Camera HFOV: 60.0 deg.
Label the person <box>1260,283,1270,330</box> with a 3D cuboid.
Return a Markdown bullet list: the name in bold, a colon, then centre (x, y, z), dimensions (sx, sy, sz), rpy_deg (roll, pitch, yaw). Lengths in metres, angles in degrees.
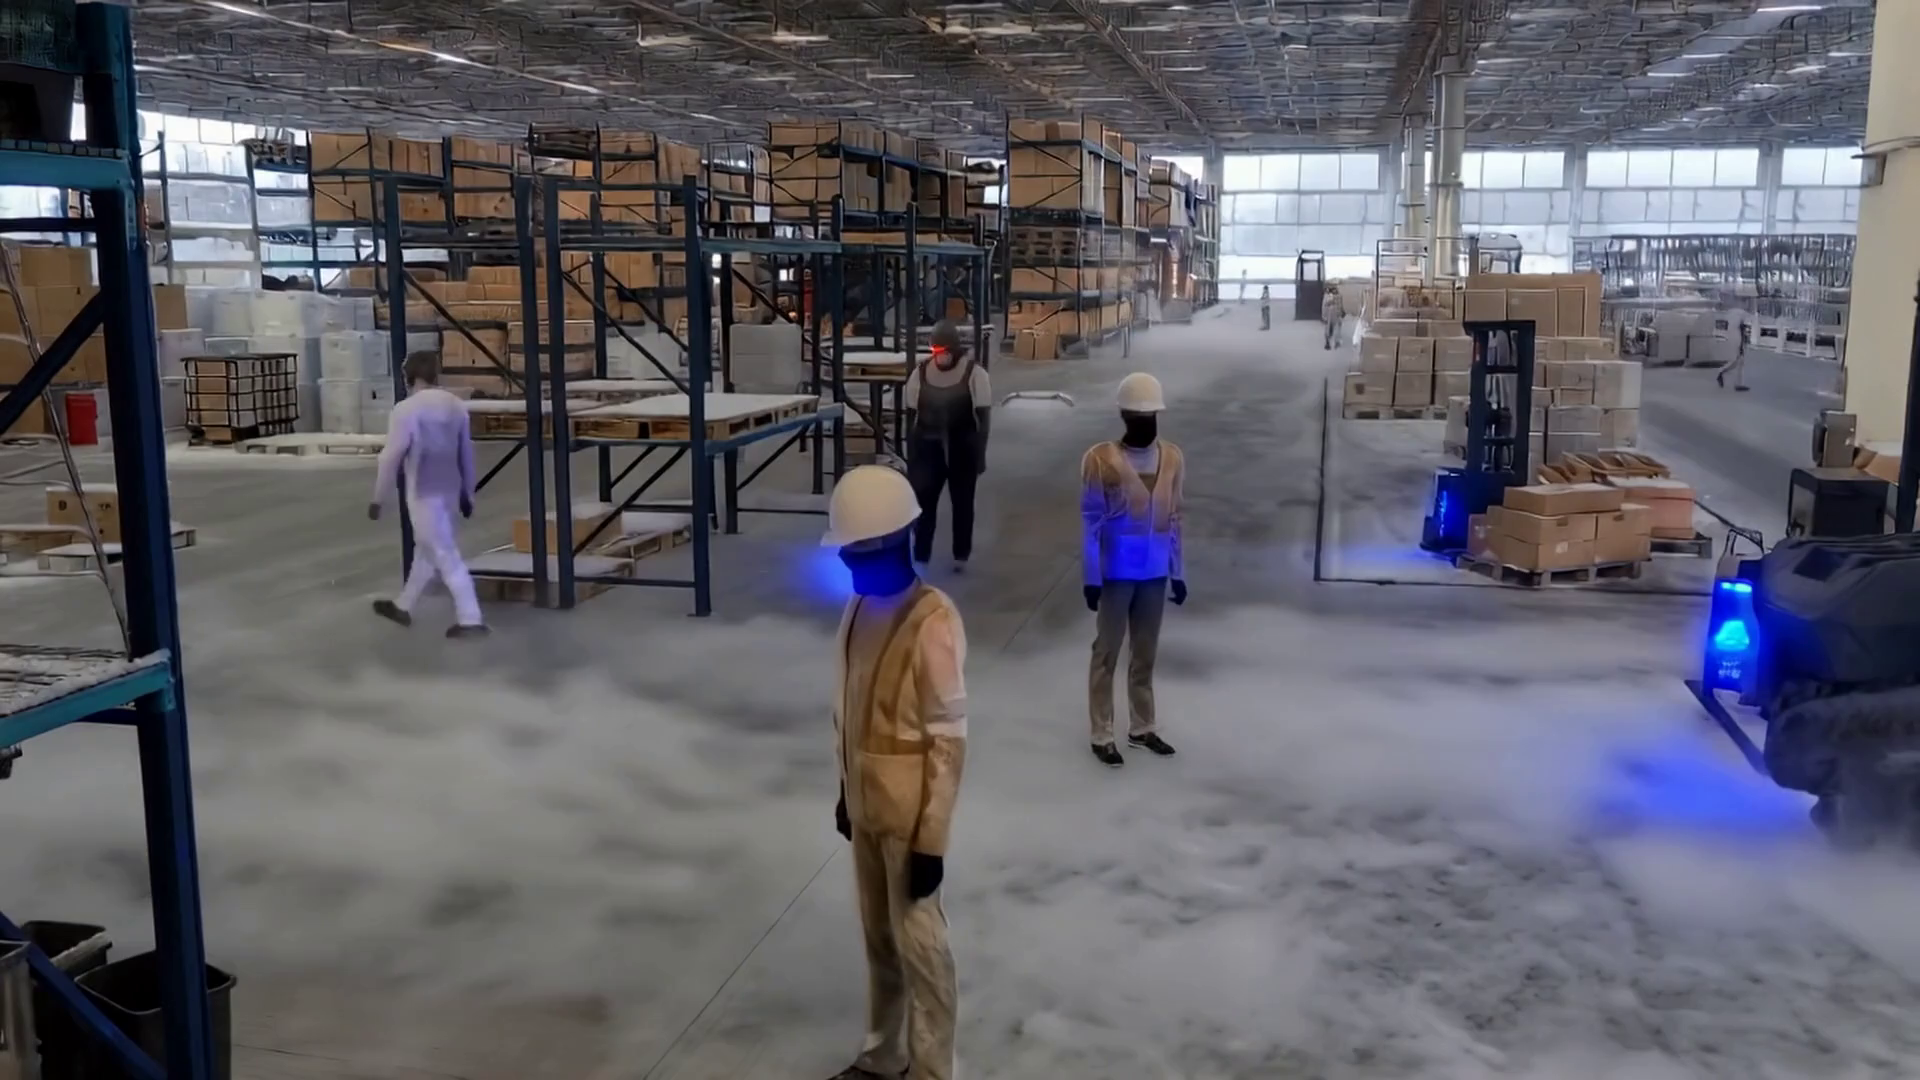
- **person**: centre (10.693, -8.164, 58.234), dimensions (0.267, 1.632, 0.507), rpy_deg (7, 12, 38)

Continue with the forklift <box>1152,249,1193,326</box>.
- **forklift**: centre (7.646, -9.320, 61.395), dimensions (1.873, 2.768, 1.129), rpy_deg (2, 10, 11)

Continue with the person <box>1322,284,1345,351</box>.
- **person**: centre (10.107, -6.013, 44.977), dimensions (0.608, 1.805, 0.724), rpy_deg (1, 10, 7)

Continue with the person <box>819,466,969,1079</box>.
- **person**: centre (-0.202, 0.741, 4.668), dimensions (0.380, 1.917, 0.586), rpy_deg (-5, 11, -29)

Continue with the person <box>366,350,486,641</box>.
- **person**: centre (-3.534, -0.293, 10.886), dimensions (1.033, 1.877, 0.648), rpy_deg (4, 10, 20)

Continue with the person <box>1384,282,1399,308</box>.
- **person**: centre (10.065, -5.044, 38.872), dimensions (0.377, 1.932, 0.551), rpy_deg (4, 10, 24)

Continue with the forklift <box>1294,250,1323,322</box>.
- **forklift**: centre (13.778, -10.002, 65.433), dimensions (1.129, 2.768, 1.873), rpy_deg (2, 10, 12)

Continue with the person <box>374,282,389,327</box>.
- **person**: centre (-14.491, -5.567, 42.051), dimensions (0.587, 1.911, 0.397), rpy_deg (-5, 11, -27)

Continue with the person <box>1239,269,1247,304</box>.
- **person**: centre (15.637, -13.997, 91.853), dimensions (0.404, 1.943, 0.612), rpy_deg (-2, 10, -9)

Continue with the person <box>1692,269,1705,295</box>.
- **person**: centre (35.457, -11.986, 79.796), dimensions (0.623, 1.993, 0.385), rpy_deg (-1, 10, -3)

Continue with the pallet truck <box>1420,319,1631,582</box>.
- **pallet truck**: centre (4.543, -0.757, 13.299), dimensions (0.823, 1.965, 1.885), rpy_deg (-4, 10, -22)

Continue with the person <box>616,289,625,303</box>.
- **person**: centre (-6.539, -3.906, 32.261), dimensions (0.999, 1.900, 0.644), rpy_deg (8, 13, 40)

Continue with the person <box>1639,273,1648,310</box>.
- **person**: centre (33.633, -12.242, 81.822), dimensions (0.521, 1.818, 0.615), rpy_deg (3, 10, 19)

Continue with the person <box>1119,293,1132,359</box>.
- **person**: centre (4.139, -5.329, 41.429), dimensions (0.309, 1.641, 0.514), rpy_deg (1, 10, 4)

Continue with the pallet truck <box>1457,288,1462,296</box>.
- **pallet truck**: centre (20.506, -9.785, 68.819), dimensions (0.653, 1.274, 1.630), rpy_deg (2, 10, 12)

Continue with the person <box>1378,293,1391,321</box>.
- **person**: centre (9.015, -4.394, 35.582), dimensions (0.604, 1.748, 0.532), rpy_deg (3, 10, 19)

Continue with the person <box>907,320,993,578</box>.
- **person**: centre (-0.112, -0.704, 12.857), dimensions (0.687, 2.000, 0.868), rpy_deg (2, 10, 9)

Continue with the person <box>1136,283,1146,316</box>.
- **person**: centre (6.568, -8.399, 59.717), dimensions (0.747, 1.607, 0.508), rpy_deg (3, 10, 16)

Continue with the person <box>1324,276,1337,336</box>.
- **person**: centre (11.983, -7.551, 53.705), dimensions (0.362, 1.939, 0.542), rpy_deg (6, 11, 32)

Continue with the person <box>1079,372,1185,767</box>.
- **person**: centre (0.862, 0.139, 8.203), dimensions (0.584, 1.928, 0.367), rpy_deg (-5, 11, -29)

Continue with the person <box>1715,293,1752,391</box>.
- **person**: centre (14.658, -3.737, 31.375), dimensions (0.556, 1.854, 0.551), rpy_deg (0, 10, -2)
